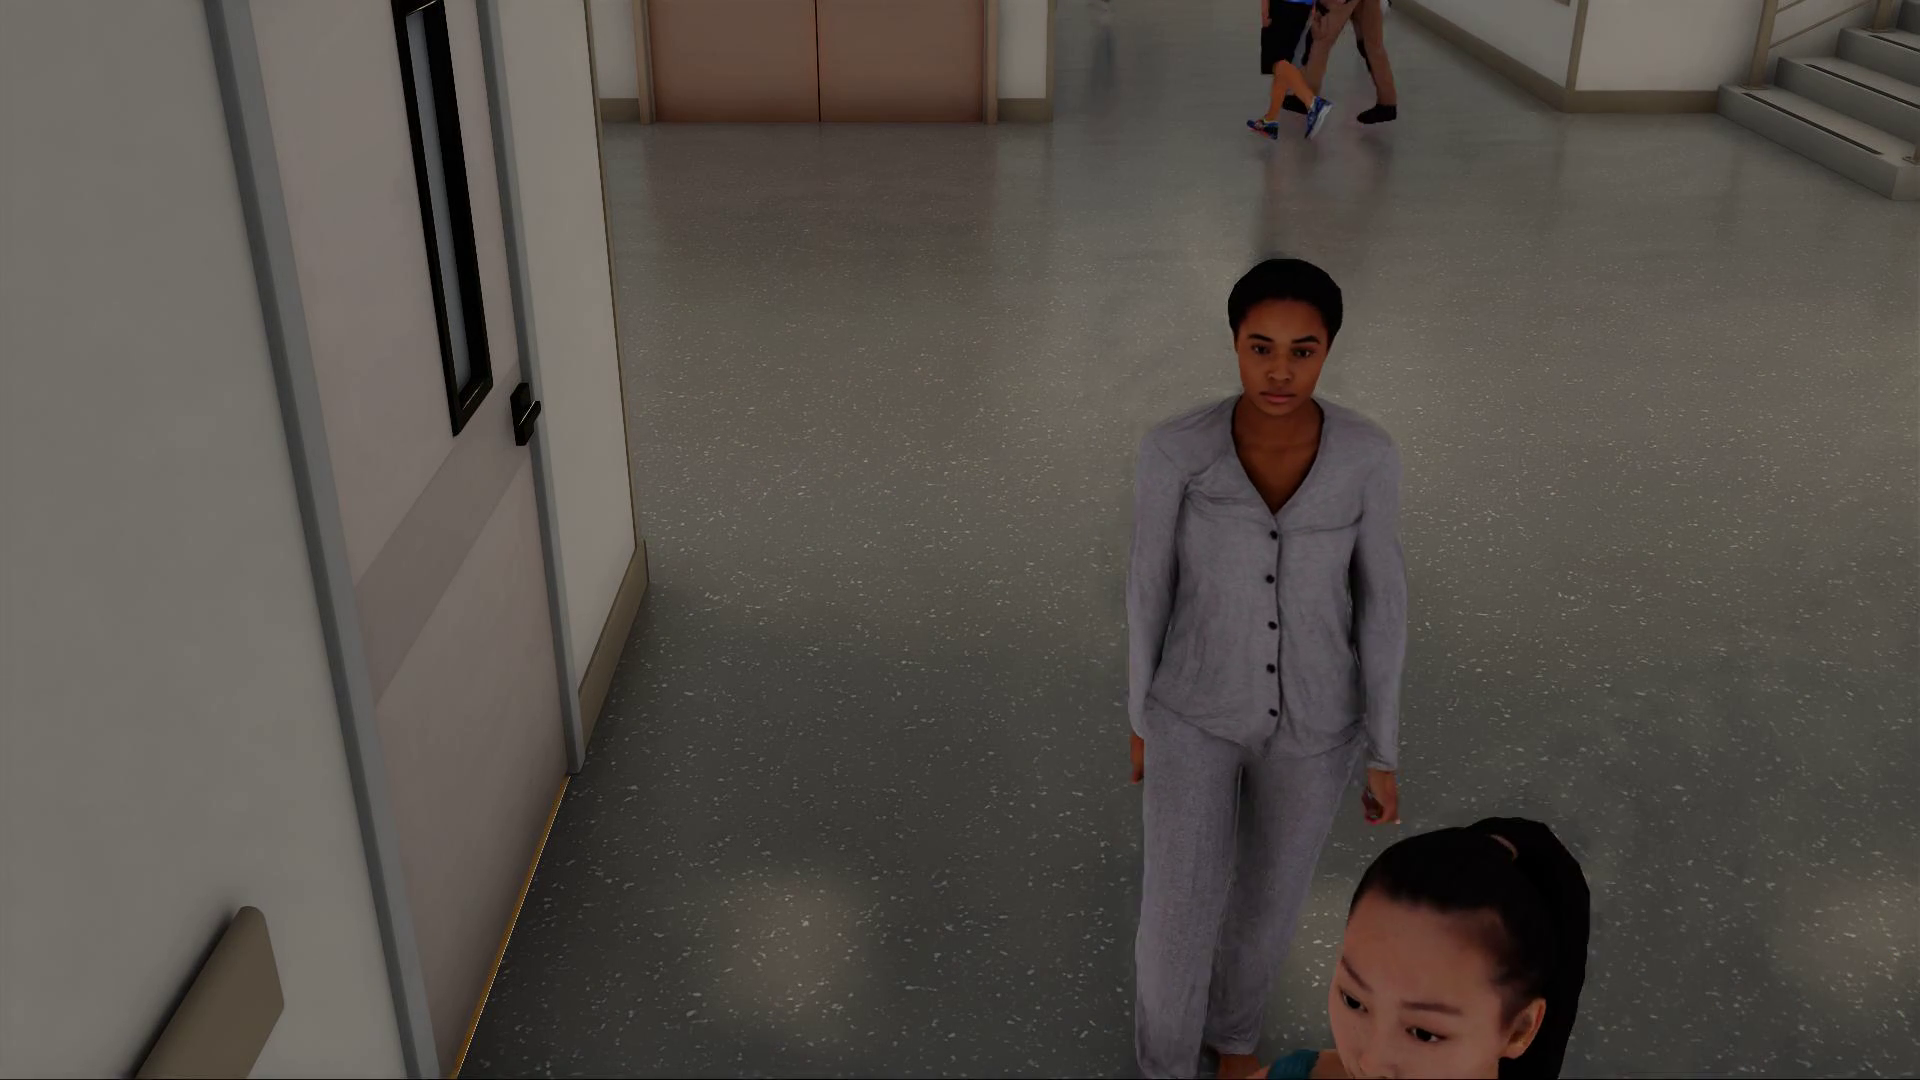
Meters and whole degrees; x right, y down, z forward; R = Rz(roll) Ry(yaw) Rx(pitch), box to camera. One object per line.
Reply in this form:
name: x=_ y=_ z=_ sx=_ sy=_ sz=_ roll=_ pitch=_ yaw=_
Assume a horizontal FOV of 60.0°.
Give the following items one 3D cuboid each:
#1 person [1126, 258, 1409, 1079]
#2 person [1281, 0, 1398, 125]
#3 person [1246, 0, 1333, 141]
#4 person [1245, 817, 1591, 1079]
person: x=0.540 y=0.292 z=3.128 sx=0.571 sy=1.725 sz=0.692 roll=0 pitch=26 yaw=0
person: x=2.756 y=-3.763 z=11.371 sx=1.288 sy=1.869 sz=1.239 roll=22 pitch=34 yaw=38
person: x=2.213 y=-3.506 z=10.862 sx=1.114 sy=1.848 sz=1.051 roll=-15 pitch=30 yaw=-29
person: x=0.469 y=0.996 z=1.736 sx=0.849 sy=1.666 sz=0.903 roll=22 pitch=33 yaw=38
